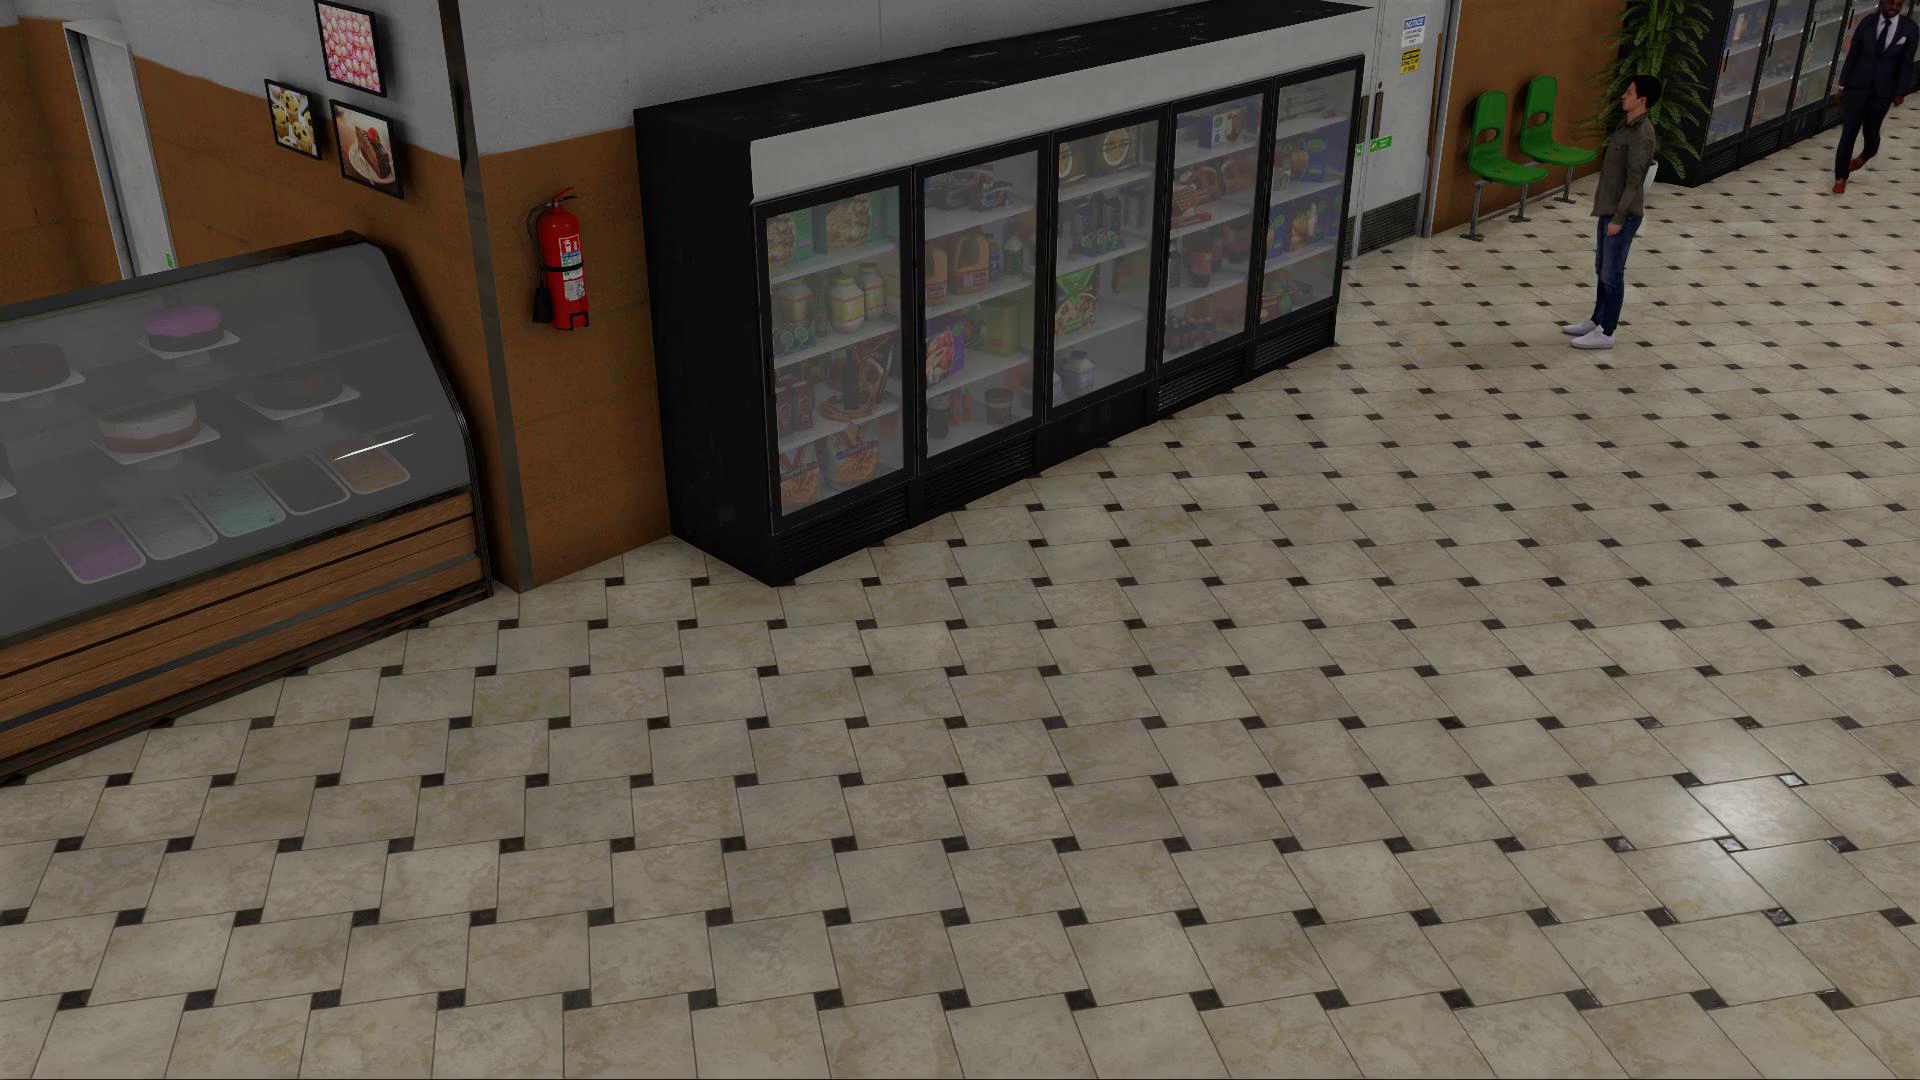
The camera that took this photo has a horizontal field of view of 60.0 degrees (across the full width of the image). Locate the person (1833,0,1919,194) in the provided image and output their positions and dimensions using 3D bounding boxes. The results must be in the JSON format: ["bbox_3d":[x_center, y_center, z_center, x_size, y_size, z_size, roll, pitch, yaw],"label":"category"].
[{"bbox_3d":[8.276,-4.085,15.114,1.125,1.782,0.977,17,31,30],"label":"person"}]

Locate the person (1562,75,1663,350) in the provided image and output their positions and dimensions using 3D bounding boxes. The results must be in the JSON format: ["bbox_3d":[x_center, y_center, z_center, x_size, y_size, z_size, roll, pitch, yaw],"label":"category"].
[{"bbox_3d":[4.517,-2.235,11.372,0.813,1.866,0.791,4,27,8],"label":"person"}]
